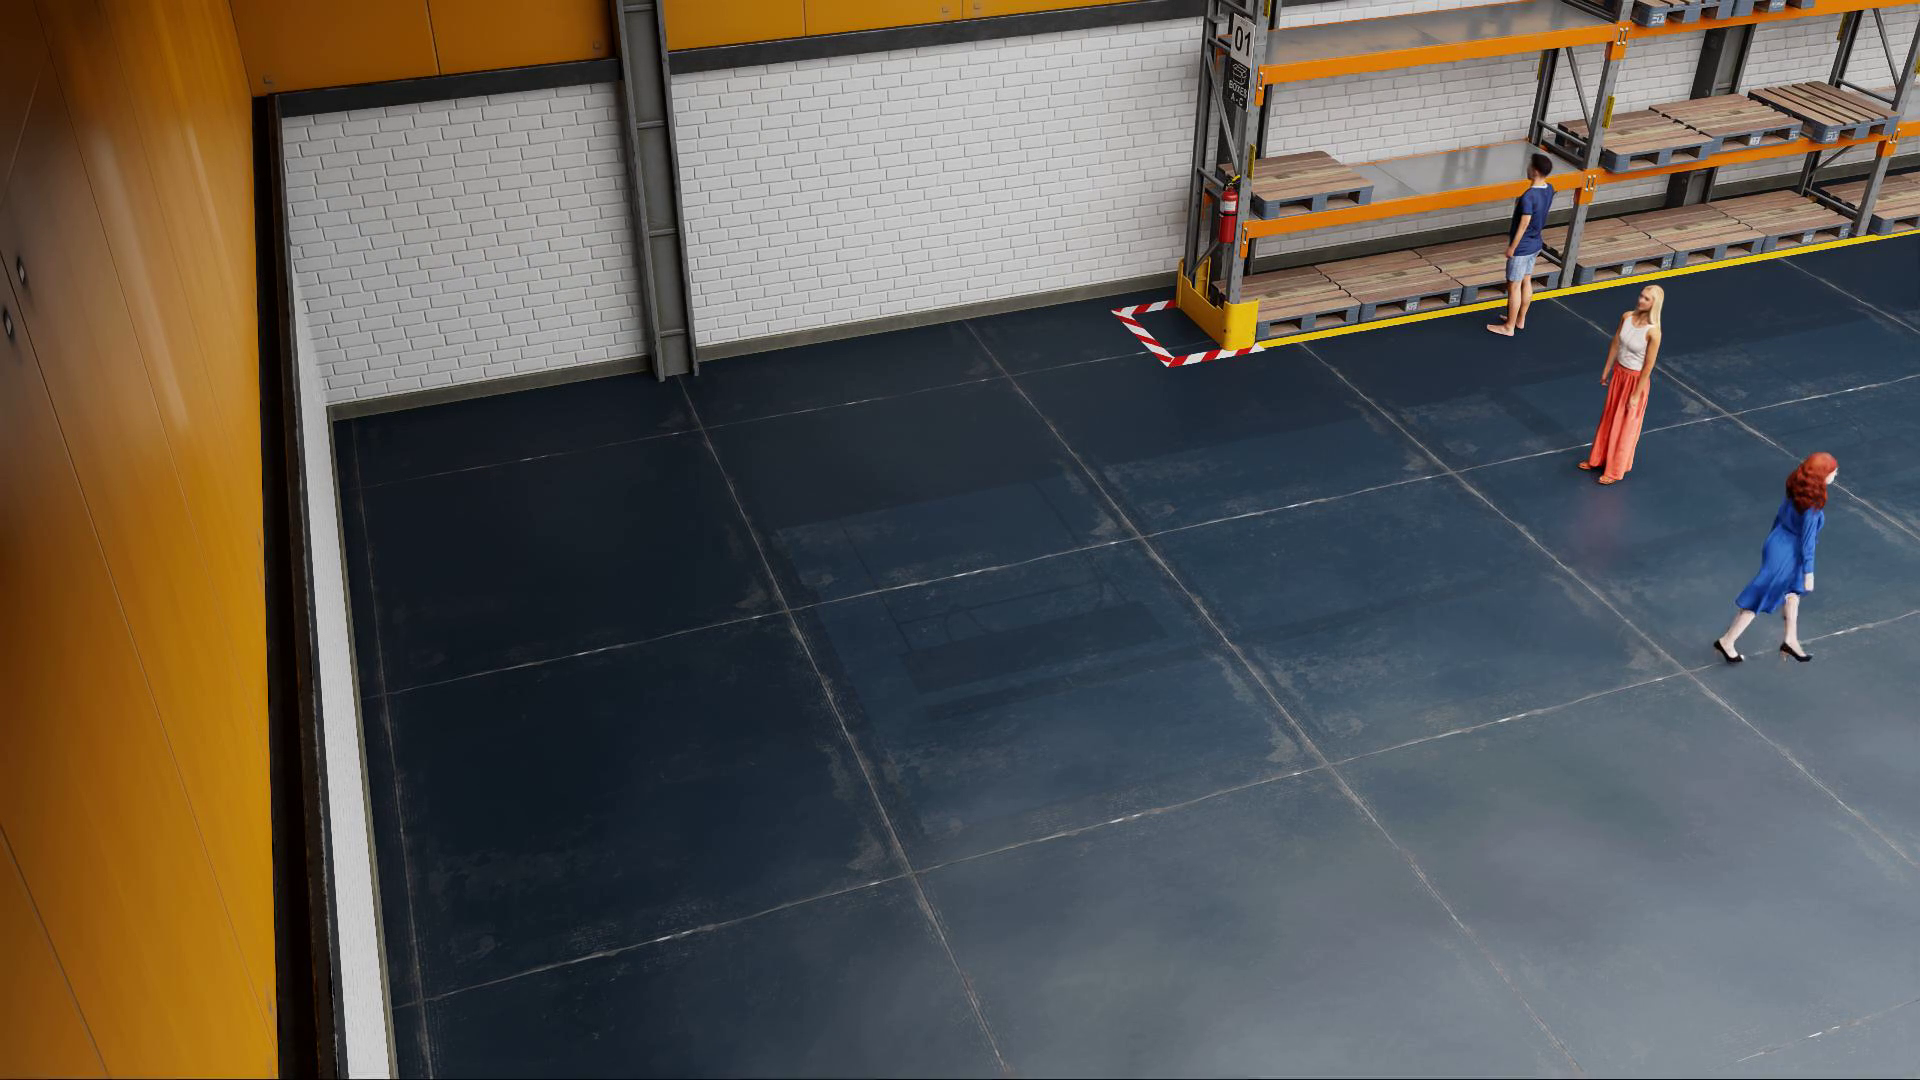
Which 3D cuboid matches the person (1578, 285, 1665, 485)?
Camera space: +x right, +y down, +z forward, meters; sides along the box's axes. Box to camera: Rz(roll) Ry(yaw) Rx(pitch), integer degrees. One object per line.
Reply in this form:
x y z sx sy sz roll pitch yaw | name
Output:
5.632 -1.320 14.011 0.556 1.801 0.606 -11 35 -16 | person

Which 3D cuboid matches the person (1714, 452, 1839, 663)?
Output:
5.715 0.170 11.773 1.047 1.796 0.903 6 34 9 | person

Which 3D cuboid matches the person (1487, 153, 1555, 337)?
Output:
5.565 -2.905 16.353 0.637 1.849 0.759 -29 43 -36 | person
